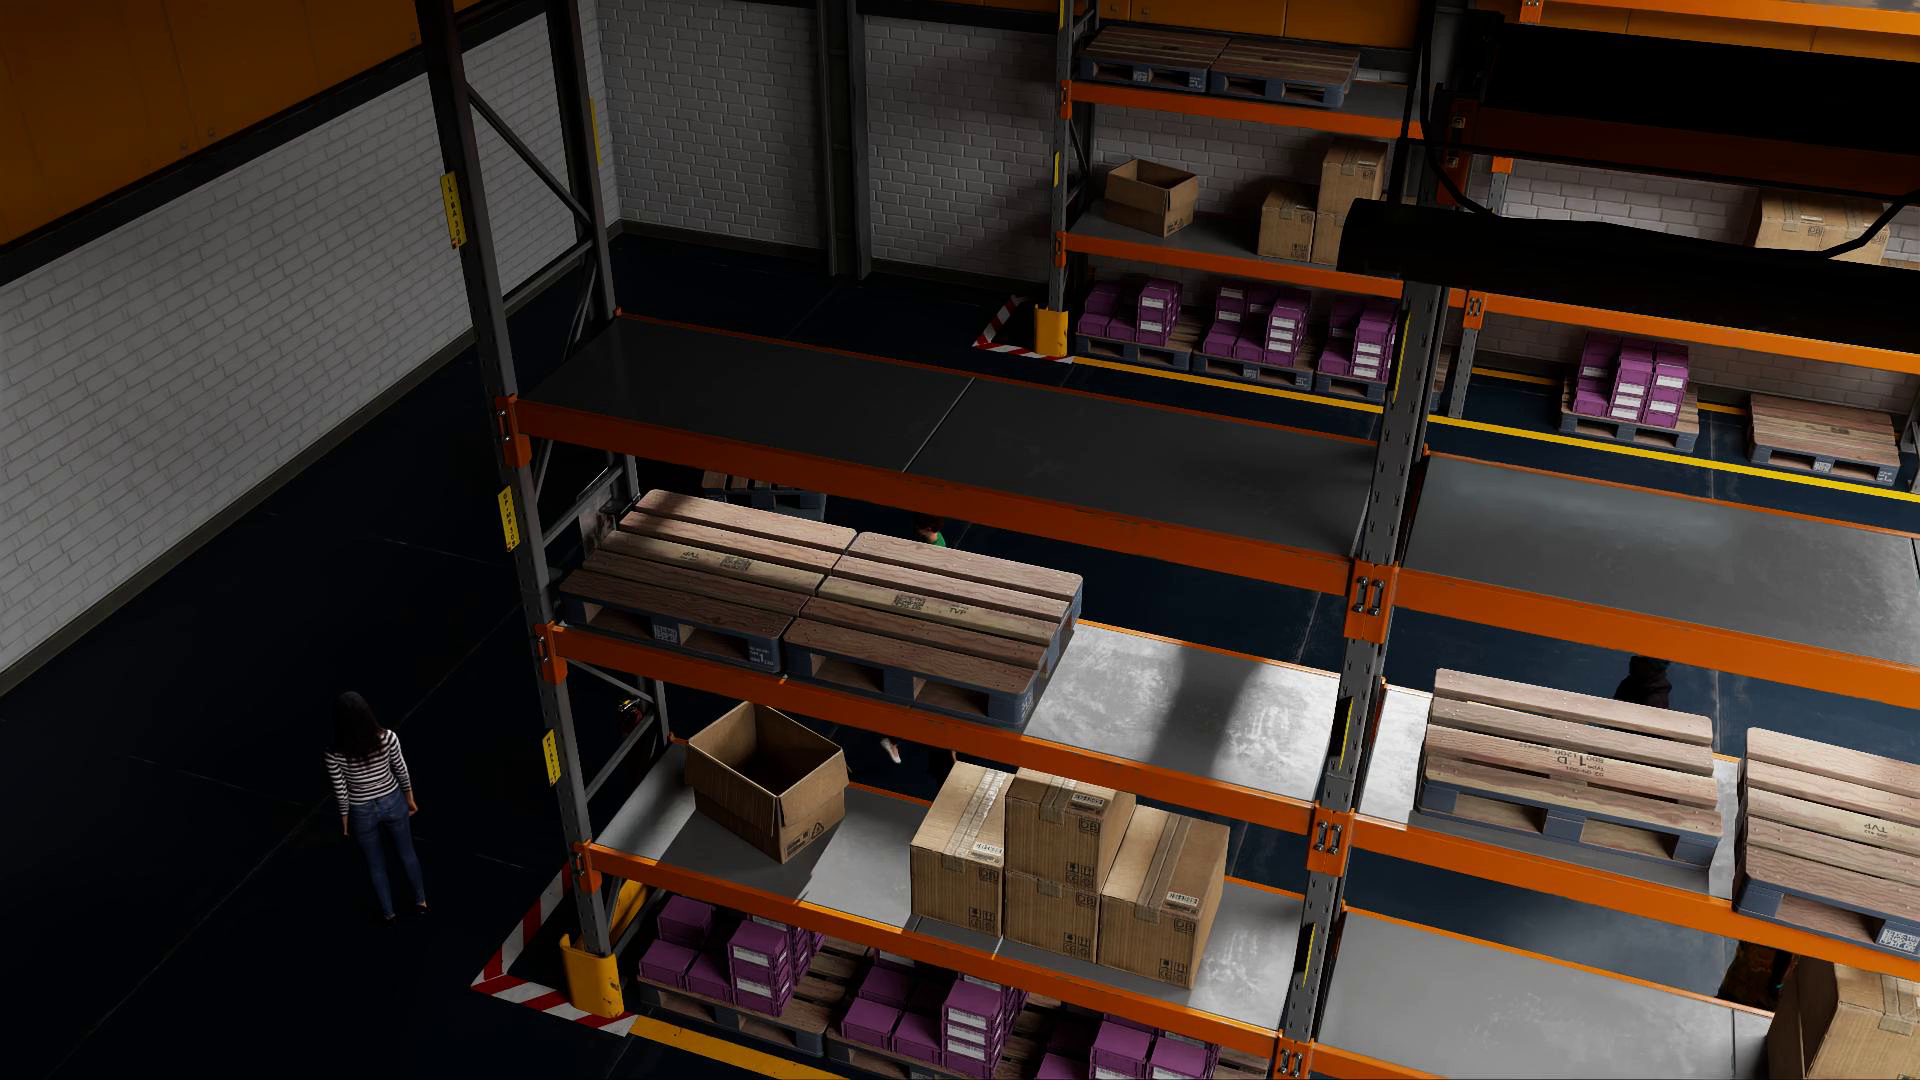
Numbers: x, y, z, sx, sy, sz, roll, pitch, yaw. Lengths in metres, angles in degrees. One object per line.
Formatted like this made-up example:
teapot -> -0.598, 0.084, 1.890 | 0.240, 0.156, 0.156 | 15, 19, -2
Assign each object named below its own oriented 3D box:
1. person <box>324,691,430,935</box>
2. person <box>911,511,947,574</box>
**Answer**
person -> -3.497, 1.642, 9.984 | 0.653, 1.796, 0.689 | -18, 37, -25
person -> -0.193, 0.437, 11.929 | 0.671, 1.651, 0.665 | -4, 34, -6
